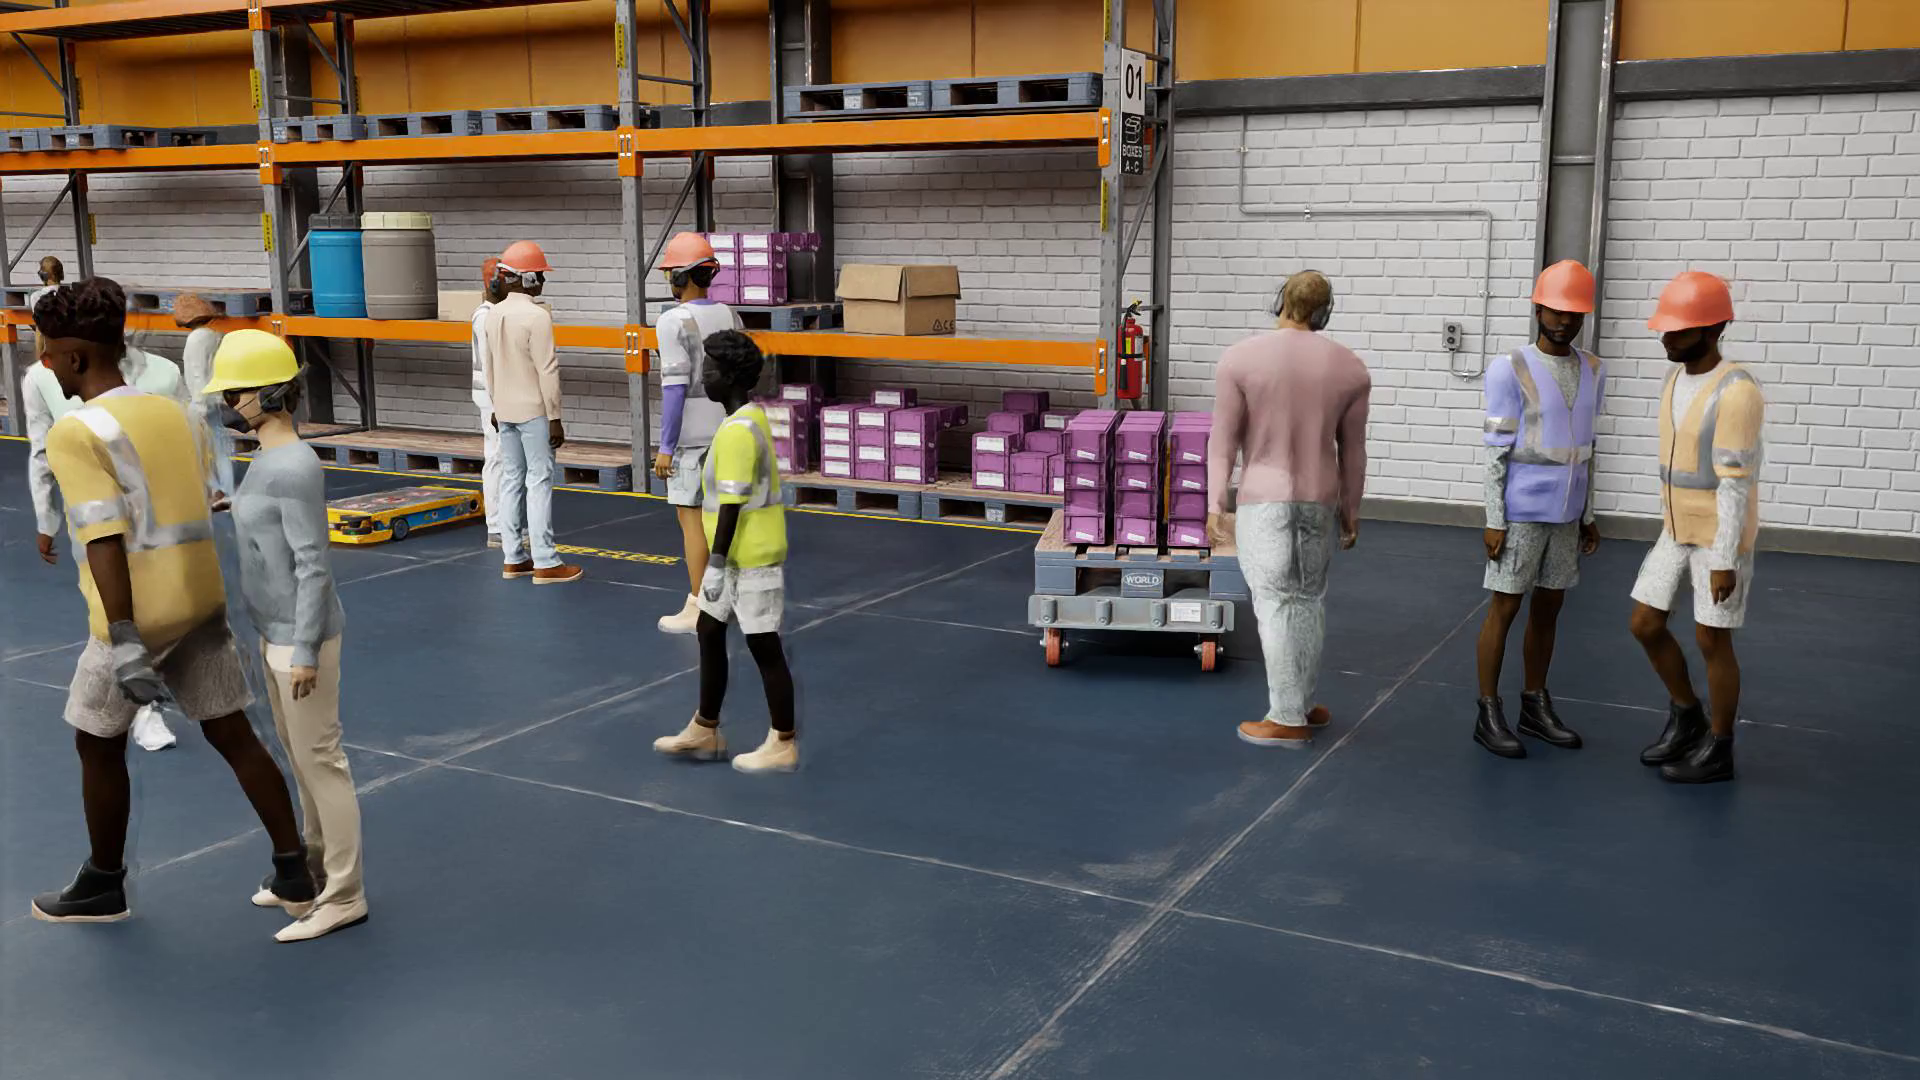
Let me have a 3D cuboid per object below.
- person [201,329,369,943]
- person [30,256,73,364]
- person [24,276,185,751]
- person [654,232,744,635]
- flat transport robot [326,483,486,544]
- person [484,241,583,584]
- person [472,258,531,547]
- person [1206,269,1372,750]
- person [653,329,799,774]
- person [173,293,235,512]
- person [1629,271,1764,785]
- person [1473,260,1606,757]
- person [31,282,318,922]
[{"bbox_3d":[-1.959,0.277,4.812,0.330,1.765,0.533,-6,12,-32],"label":"person"},{"bbox_3d":[-8.370,-1.709,15.481,0.333,1.843,0.515,5,12,27],"label":"person"},{"bbox_3d":[-3.442,-0.138,6.816,0.608,1.873,0.995,-10,14,-43],"label":"person"},{"bbox_3d":[-1.361,-0.538,8.512,0.375,2.042,0.615,5,12,27],"label":"person"},{"bbox_3d":[-3.881,-0.196,11.501,0.652,0.197,1.431,5,11,25],"label":"flat transport robot"},{"bbox_3d":[-2.527,-0.740,9.757,0.608,1.995,0.377,9,13,39],"label":"person"},{"bbox_3d":[-3.010,-0.899,10.925,0.356,1.886,0.574,-1,10,-8],"label":"person"},{"bbox_3d":[1.329,-0.122,6.664,0.666,1.896,0.523,-2,10,-9],"label":"person"},{"bbox_3d":[-0.925,0.060,6.215,0.683,1.671,0.552,-1,10,-5],"label":"person"},{"bbox_3d":[-5.530,-0.987,12.153,0.390,1.615,0.497,-1,10,-6],"label":"person"},{"bbox_3d":[2.676,-0.020,6.070,0.535,1.902,0.553,-2,11,-11],"label":"person"},{"bbox_3d":[2.293,-0.118,6.513,0.547,1.934,0.376,-4,11,-22],"label":"person"},{"bbox_3d":[-2.318,0.204,4.879,0.856,1.906,0.625,2,11,12],"label":"person"}]
